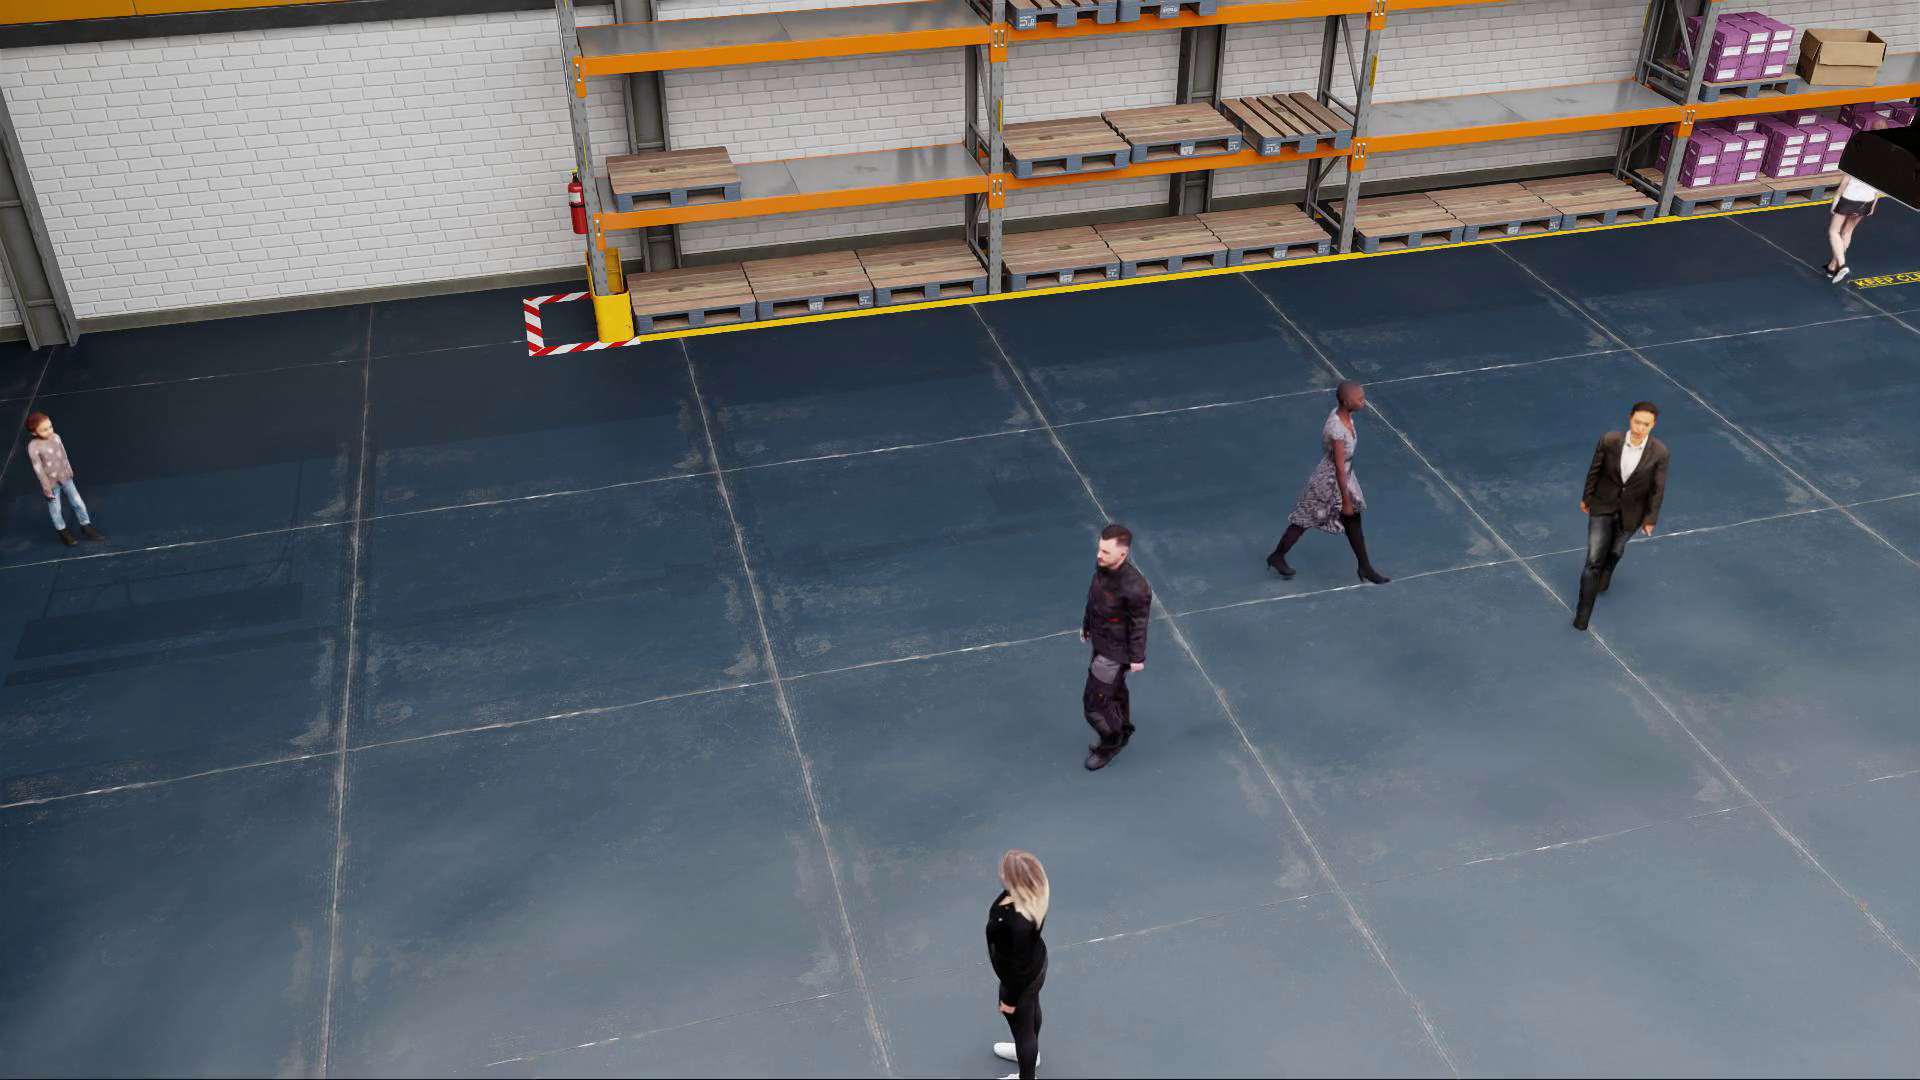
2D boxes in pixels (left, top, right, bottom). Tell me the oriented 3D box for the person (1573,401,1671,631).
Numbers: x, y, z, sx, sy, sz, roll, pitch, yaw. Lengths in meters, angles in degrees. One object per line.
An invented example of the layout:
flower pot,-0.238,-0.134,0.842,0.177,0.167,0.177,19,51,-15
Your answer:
person,4.901,-0.265,12.337,1.196,1.756,1.190,14,36,20

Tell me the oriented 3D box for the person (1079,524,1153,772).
person,1.085,0.647,10.886,0.709,1.843,0.730,-11,35,-17

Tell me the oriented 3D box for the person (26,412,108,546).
person,-7.229,-0.493,13.199,0.711,1.182,0.649,17,37,24

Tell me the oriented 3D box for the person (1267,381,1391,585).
person,2.700,-0.382,12.536,1.257,1.731,1.054,10,35,14

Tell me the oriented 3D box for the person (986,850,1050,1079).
person,0.333,2.241,8.630,0.685,1.686,0.686,7,34,10

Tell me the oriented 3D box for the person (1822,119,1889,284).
person,9.237,-3.447,17.146,0.941,1.734,0.850,4,34,6
